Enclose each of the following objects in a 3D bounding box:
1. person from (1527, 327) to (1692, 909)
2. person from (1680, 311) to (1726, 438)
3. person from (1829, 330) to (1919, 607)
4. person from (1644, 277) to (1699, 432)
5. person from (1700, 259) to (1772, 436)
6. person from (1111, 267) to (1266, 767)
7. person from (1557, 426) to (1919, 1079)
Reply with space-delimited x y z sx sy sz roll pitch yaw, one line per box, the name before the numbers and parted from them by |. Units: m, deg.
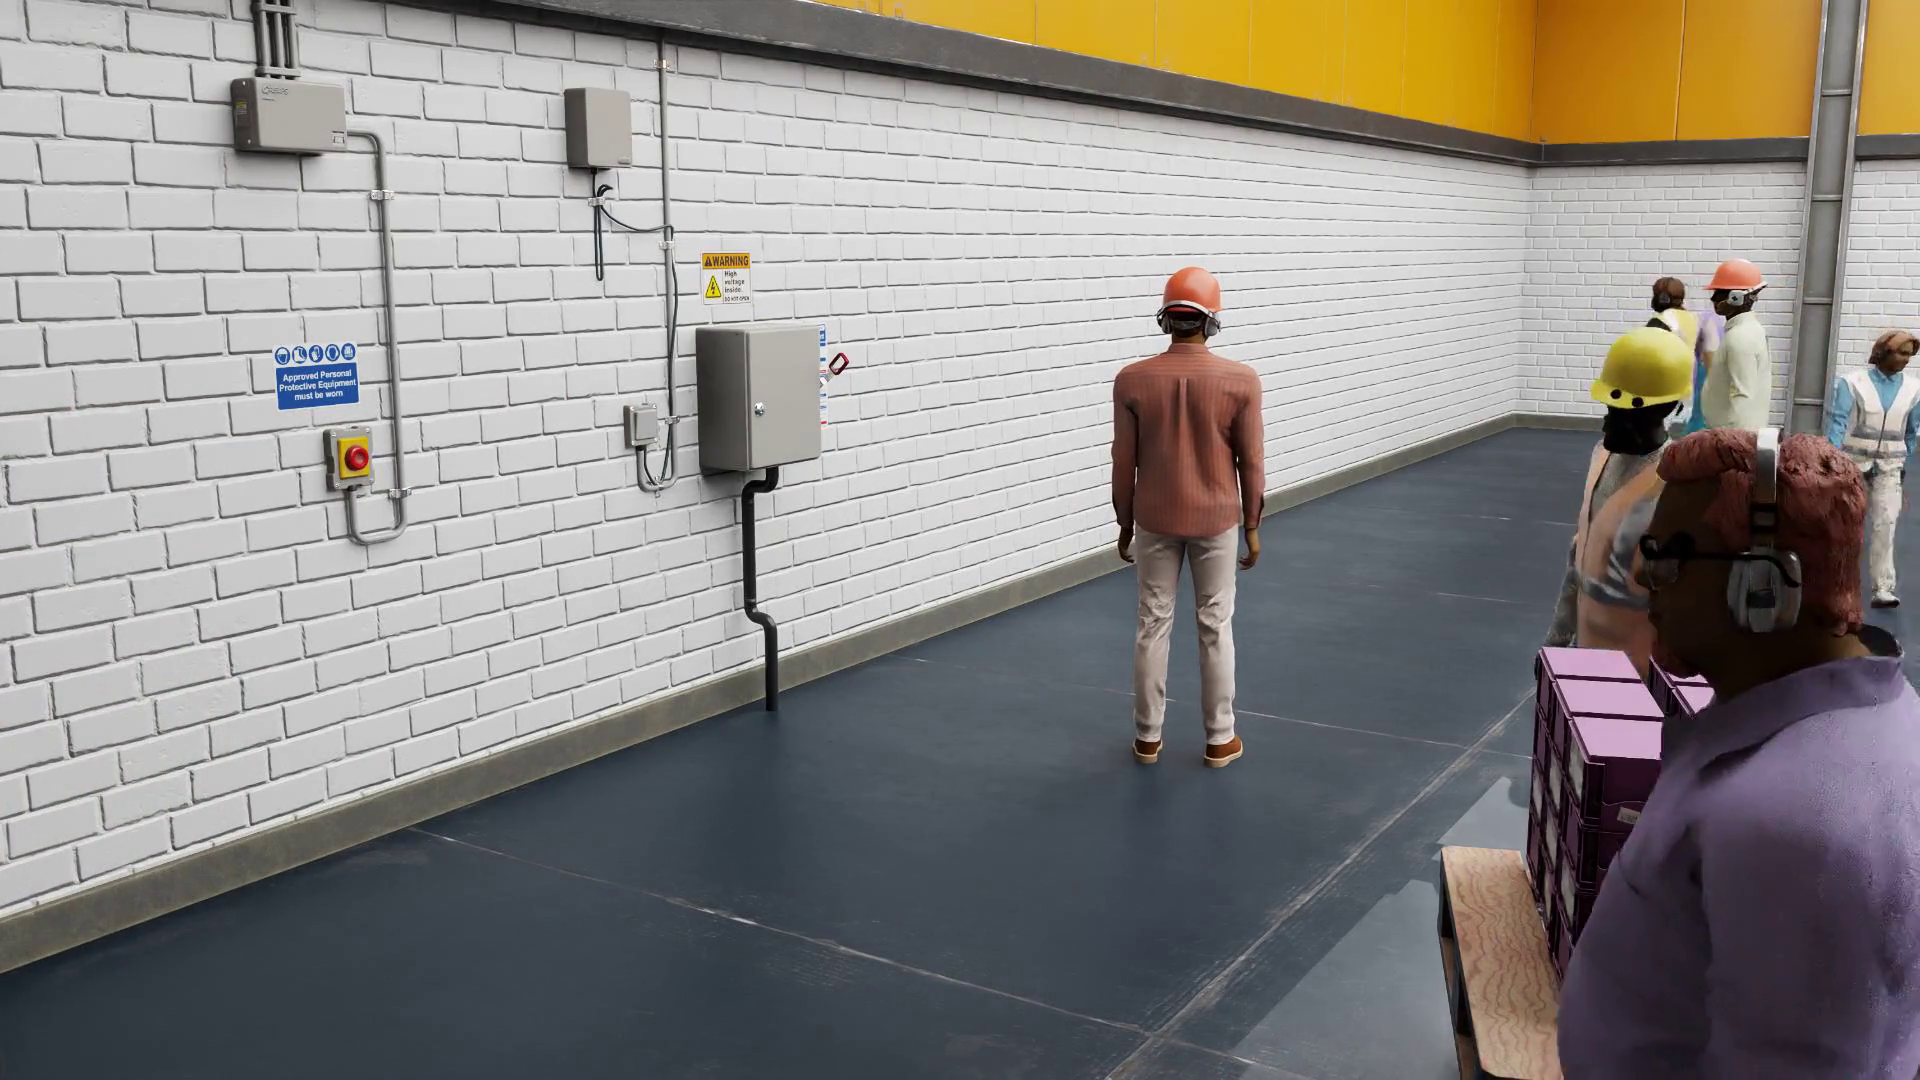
person | 1.988 0.320 4.761 0.923 1.873 0.610 1 10 6
person | 6.242 -1.224 13.520 0.586 1.791 0.960 -8 13 -38
person | 5.309 -0.427 9.705 0.529 1.581 0.904 2 11 13
person | 5.537 -1.133 12.955 0.675 1.820 0.632 10 14 43
person | 4.378 -0.592 9.472 0.395 1.994 0.613 5 11 27
person | 0.906 -0.079 6.635 0.612 1.995 0.376 3 11 14
person | 0.907 0.805 2.020 0.435 1.892 0.657 7 13 35
